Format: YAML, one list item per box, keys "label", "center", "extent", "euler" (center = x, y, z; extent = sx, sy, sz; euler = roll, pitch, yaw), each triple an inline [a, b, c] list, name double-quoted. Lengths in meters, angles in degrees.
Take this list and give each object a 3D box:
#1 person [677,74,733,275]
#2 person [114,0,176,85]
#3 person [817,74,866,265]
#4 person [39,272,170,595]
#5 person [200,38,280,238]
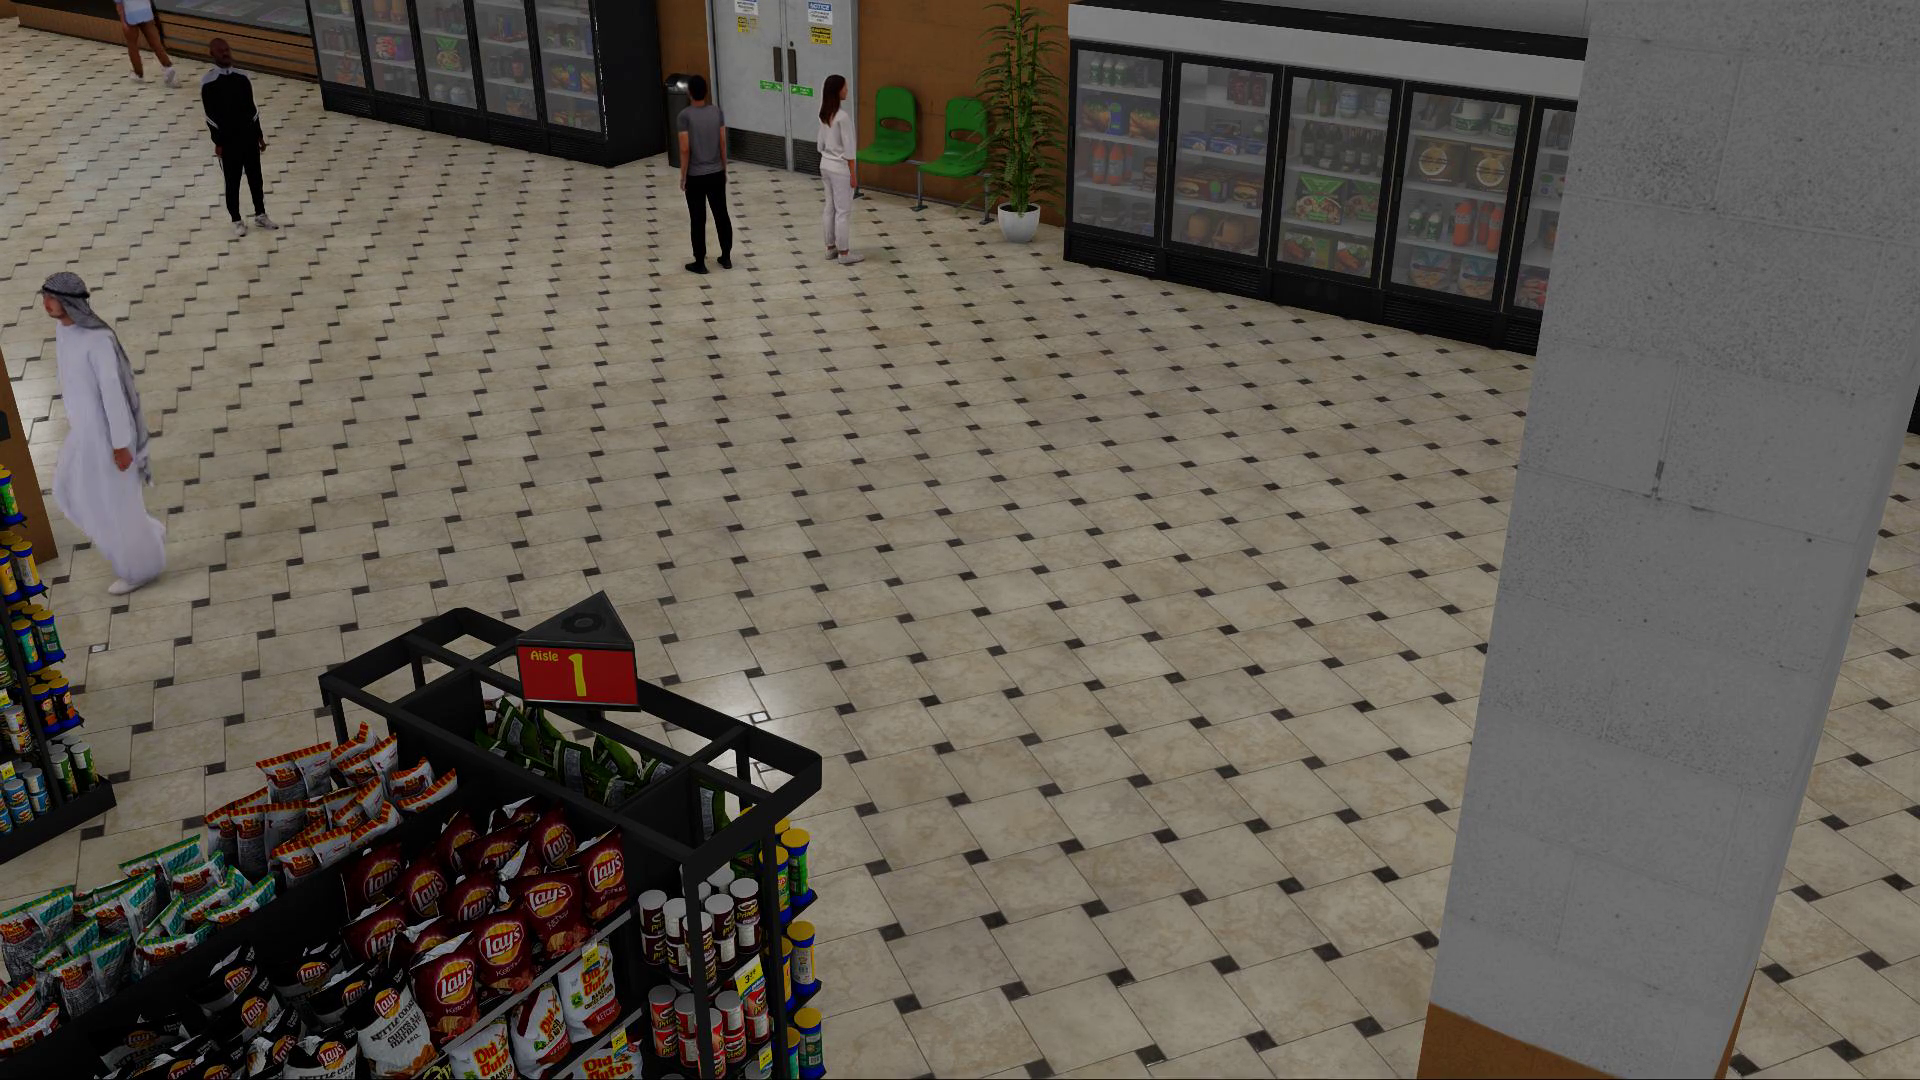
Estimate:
- label: "person"
  center: [-2.280, -3.264, 14.819]
  extent: [0.599, 1.755, 0.742]
  euler: [-18, 32, -31]
- label: "person"
  center: [-10.845, -6.945, 22.028]
  extent: [0.803, 1.799, 1.058]
  euler: [21, 34, 36]
- label: "person"
  center: [-1.109, -3.366, 15.094]
  extent: [0.610, 1.688, 0.656]
  euler: [-21, 34, -35]
- label: "person"
  center: [-4.778, -0.625, 9.438]
  extent: [0.716, 1.914, 0.770]
  euler: [20, 33, 34]
- label: "person"
  center: [-6.953, -3.881, 15.954]
  extent: [0.745, 1.828, 0.533]
  euler: [23, 35, 38]
